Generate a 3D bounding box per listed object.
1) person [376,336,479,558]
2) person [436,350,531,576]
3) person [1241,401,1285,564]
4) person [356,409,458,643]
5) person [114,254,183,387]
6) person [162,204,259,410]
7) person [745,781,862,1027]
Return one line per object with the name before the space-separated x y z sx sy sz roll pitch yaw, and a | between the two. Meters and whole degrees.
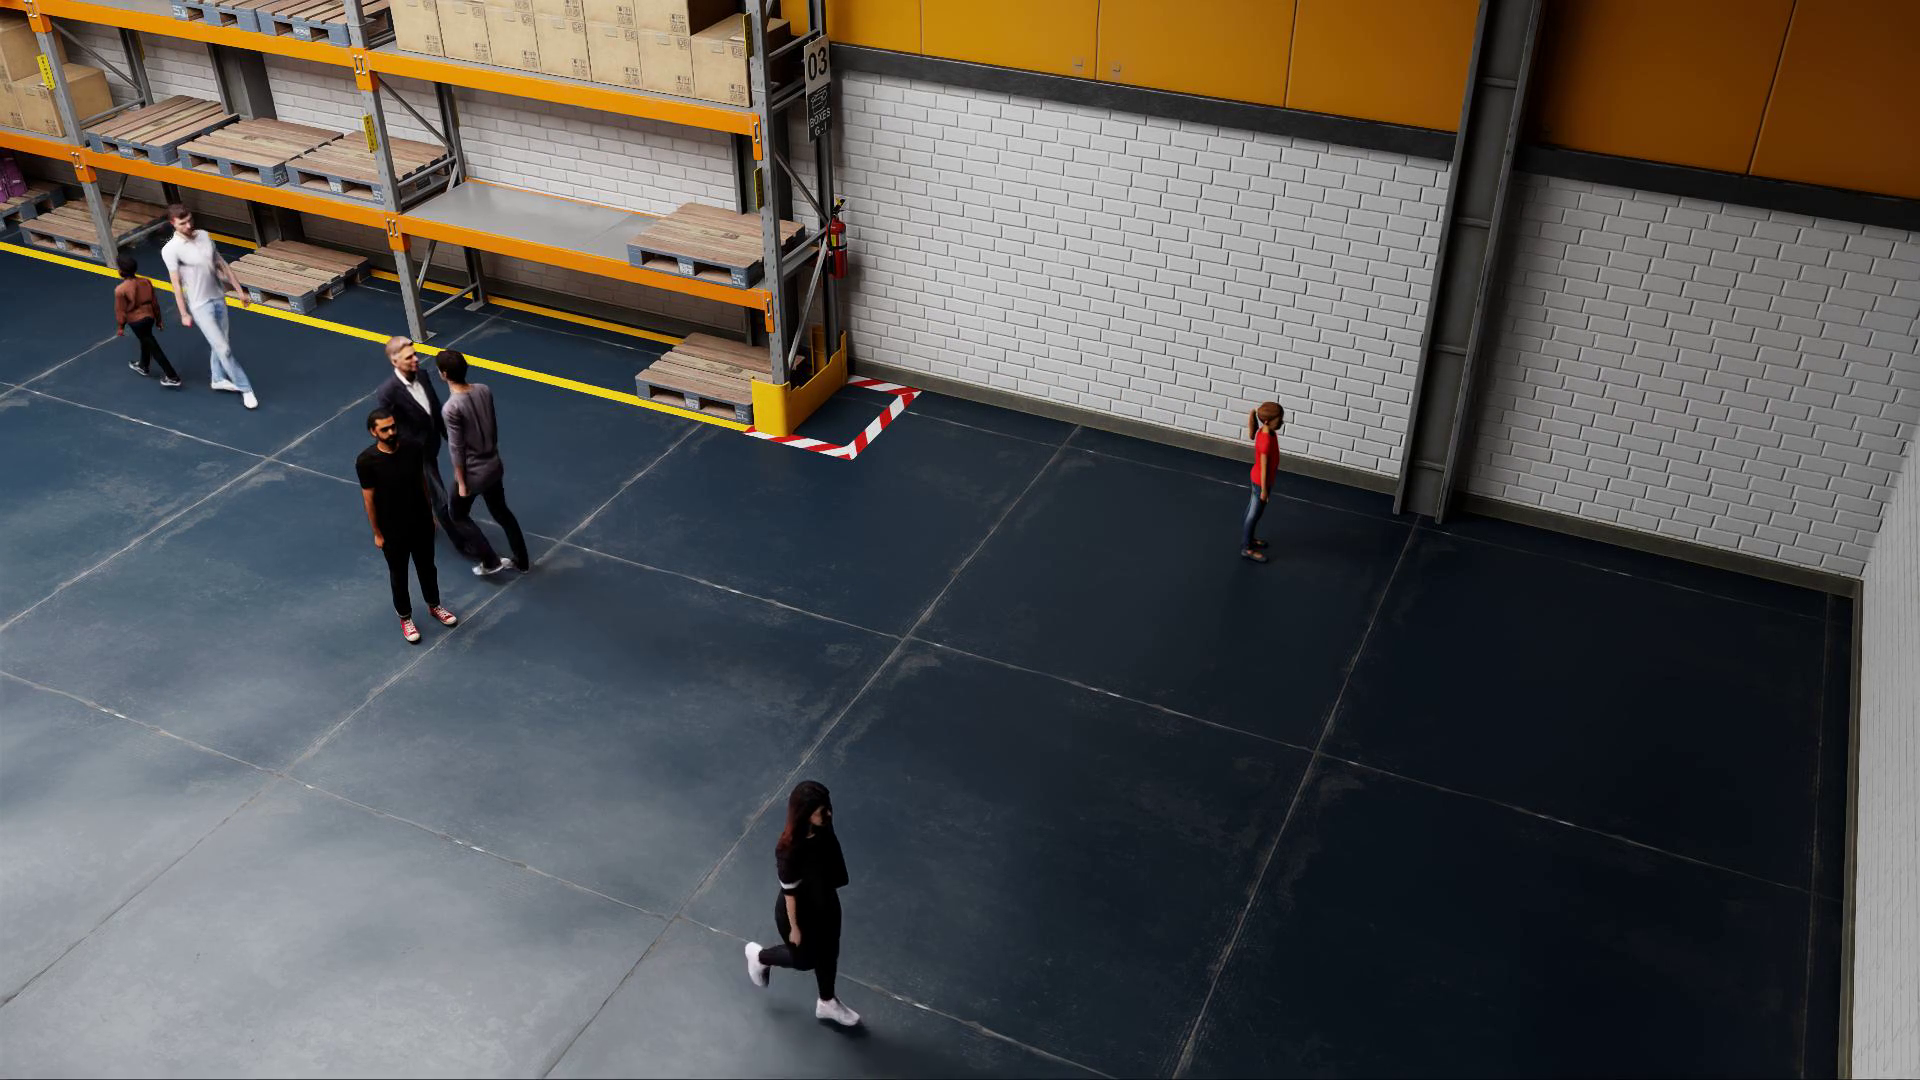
person | -4.116 -0.718 12.473 1.169 1.783 0.723 13 36 18
person | -3.464 -0.496 12.104 0.681 1.822 0.699 14 36 20
person | 2.265 -0.463 12.517 0.530 1.309 0.529 7 34 10
person | -3.887 -0.129 11.611 0.712 1.757 0.710 -28 43 -35
person | -7.234 -1.920 14.789 0.876 1.222 0.519 14 36 21
person | -6.605 -2.057 14.456 0.882 1.818 0.745 9 35 13
person | -0.852 1.891 8.691 0.912 1.626 0.624 16 37 23
